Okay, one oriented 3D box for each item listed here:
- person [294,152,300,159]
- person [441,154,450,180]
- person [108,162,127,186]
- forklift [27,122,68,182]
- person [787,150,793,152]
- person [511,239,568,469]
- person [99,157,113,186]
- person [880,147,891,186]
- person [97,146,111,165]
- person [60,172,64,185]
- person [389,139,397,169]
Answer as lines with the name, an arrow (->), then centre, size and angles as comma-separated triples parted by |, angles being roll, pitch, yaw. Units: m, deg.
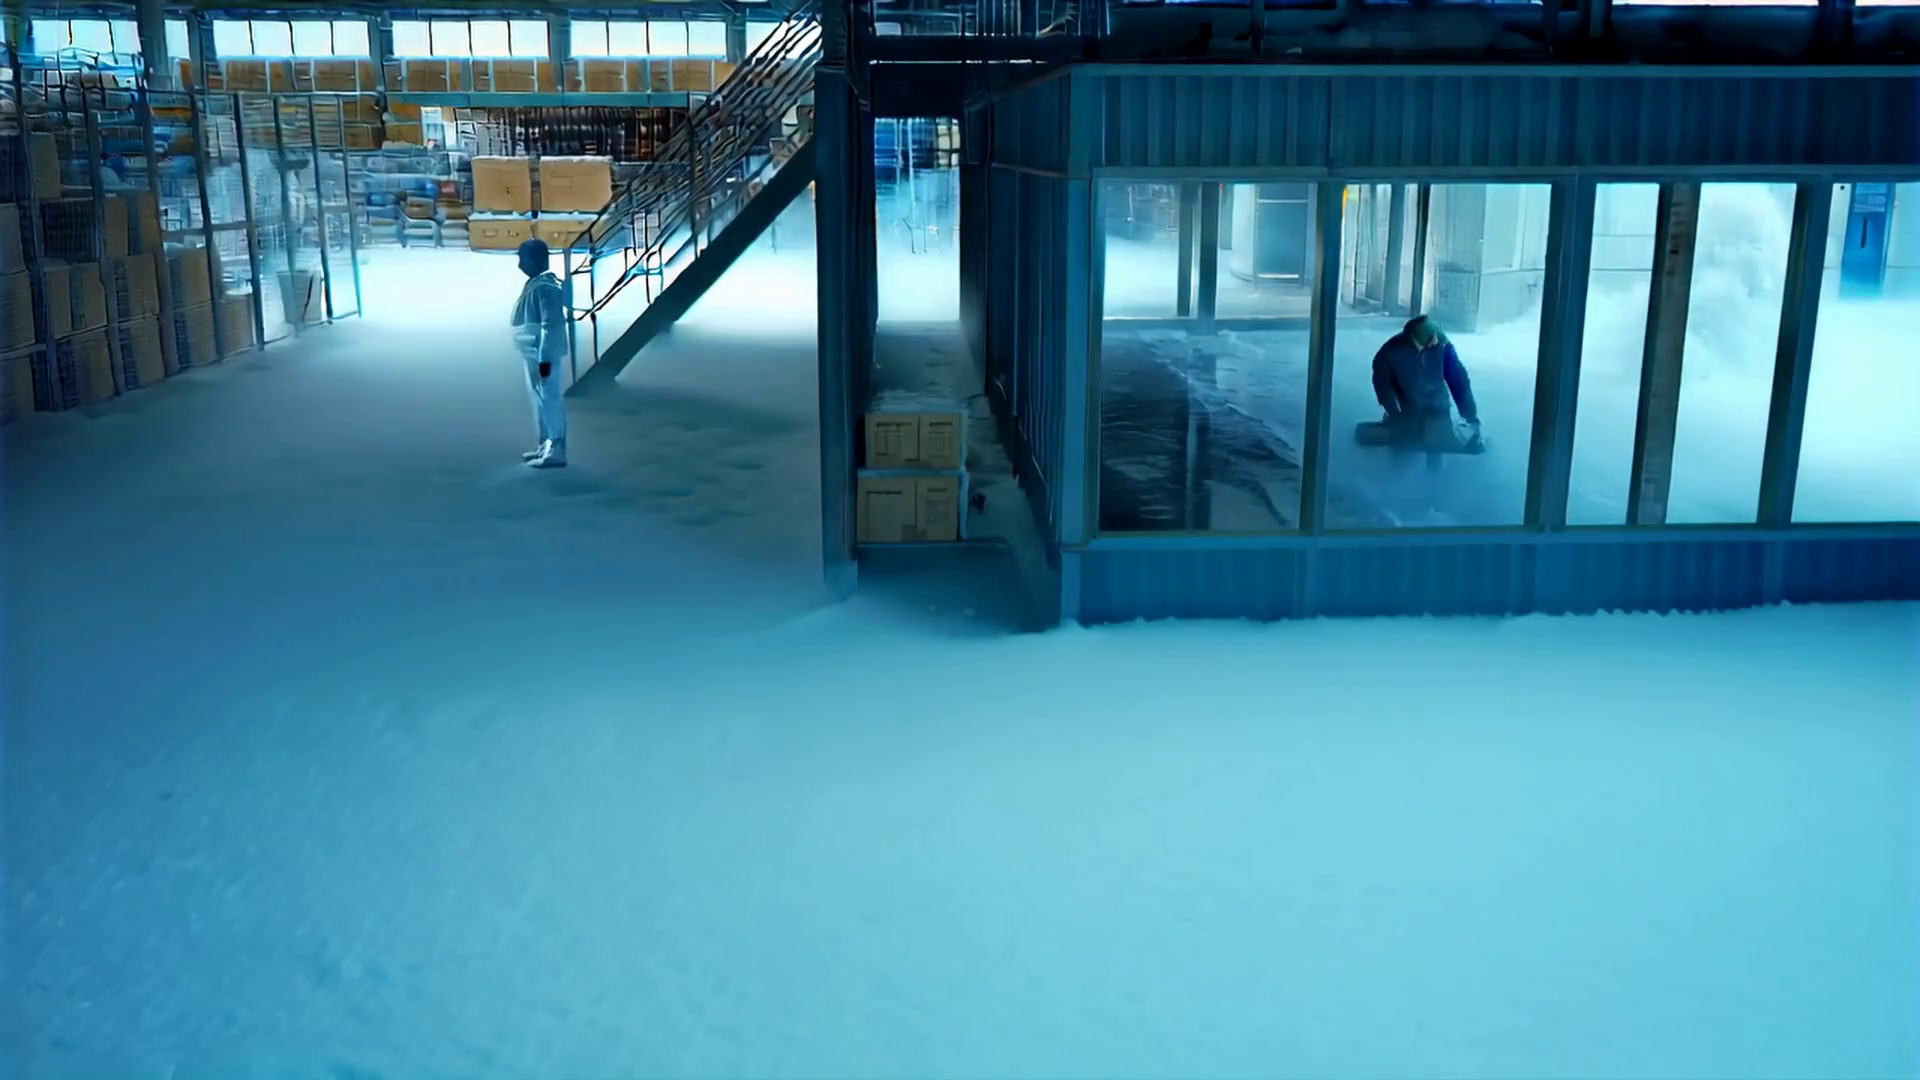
person -> -25.082, -13.848, 63.084 | 0.547, 1.685, 0.426 | -5, 15, -20
person -> -17.151, -12.010, 55.598 | 0.309, 1.769, 0.523 | -2, 14, -10
person -> -16.593, -6.388, 32.633 | 0.827, 2.017, 0.613 | -10, 17, -34
forklift -> -35.376, -14.773, 64.377 | 1.129, 2.768, 1.873 | -1, 14, -2
person -> -7.521, -16.739, 74.210 | 0.407, 1.910, 0.639 | 3, 14, 13
person -> -3.394, -1.504, 13.457 | 0.429, 1.843, 0.627 | -6, 15, -22
person -> -24.021, -9.894, 47.038 | 0.624, 1.807, 0.718 | -1, 14, -2
person -> -3.174, -16.050, 71.623 | 0.426, 1.821, 0.617 | 9, 17, 31
person -> -35.547, -15.533, 69.391 | 0.666, 1.901, 0.921 | 4, 15, 16
person -> -17.719, -6.380, 32.919 | 0.544, 1.859, 0.329 | 12, 19, 41
person -> -27.968, -18.768, 82.152 | 0.608, 1.990, 0.385 | 13, 19, 41
